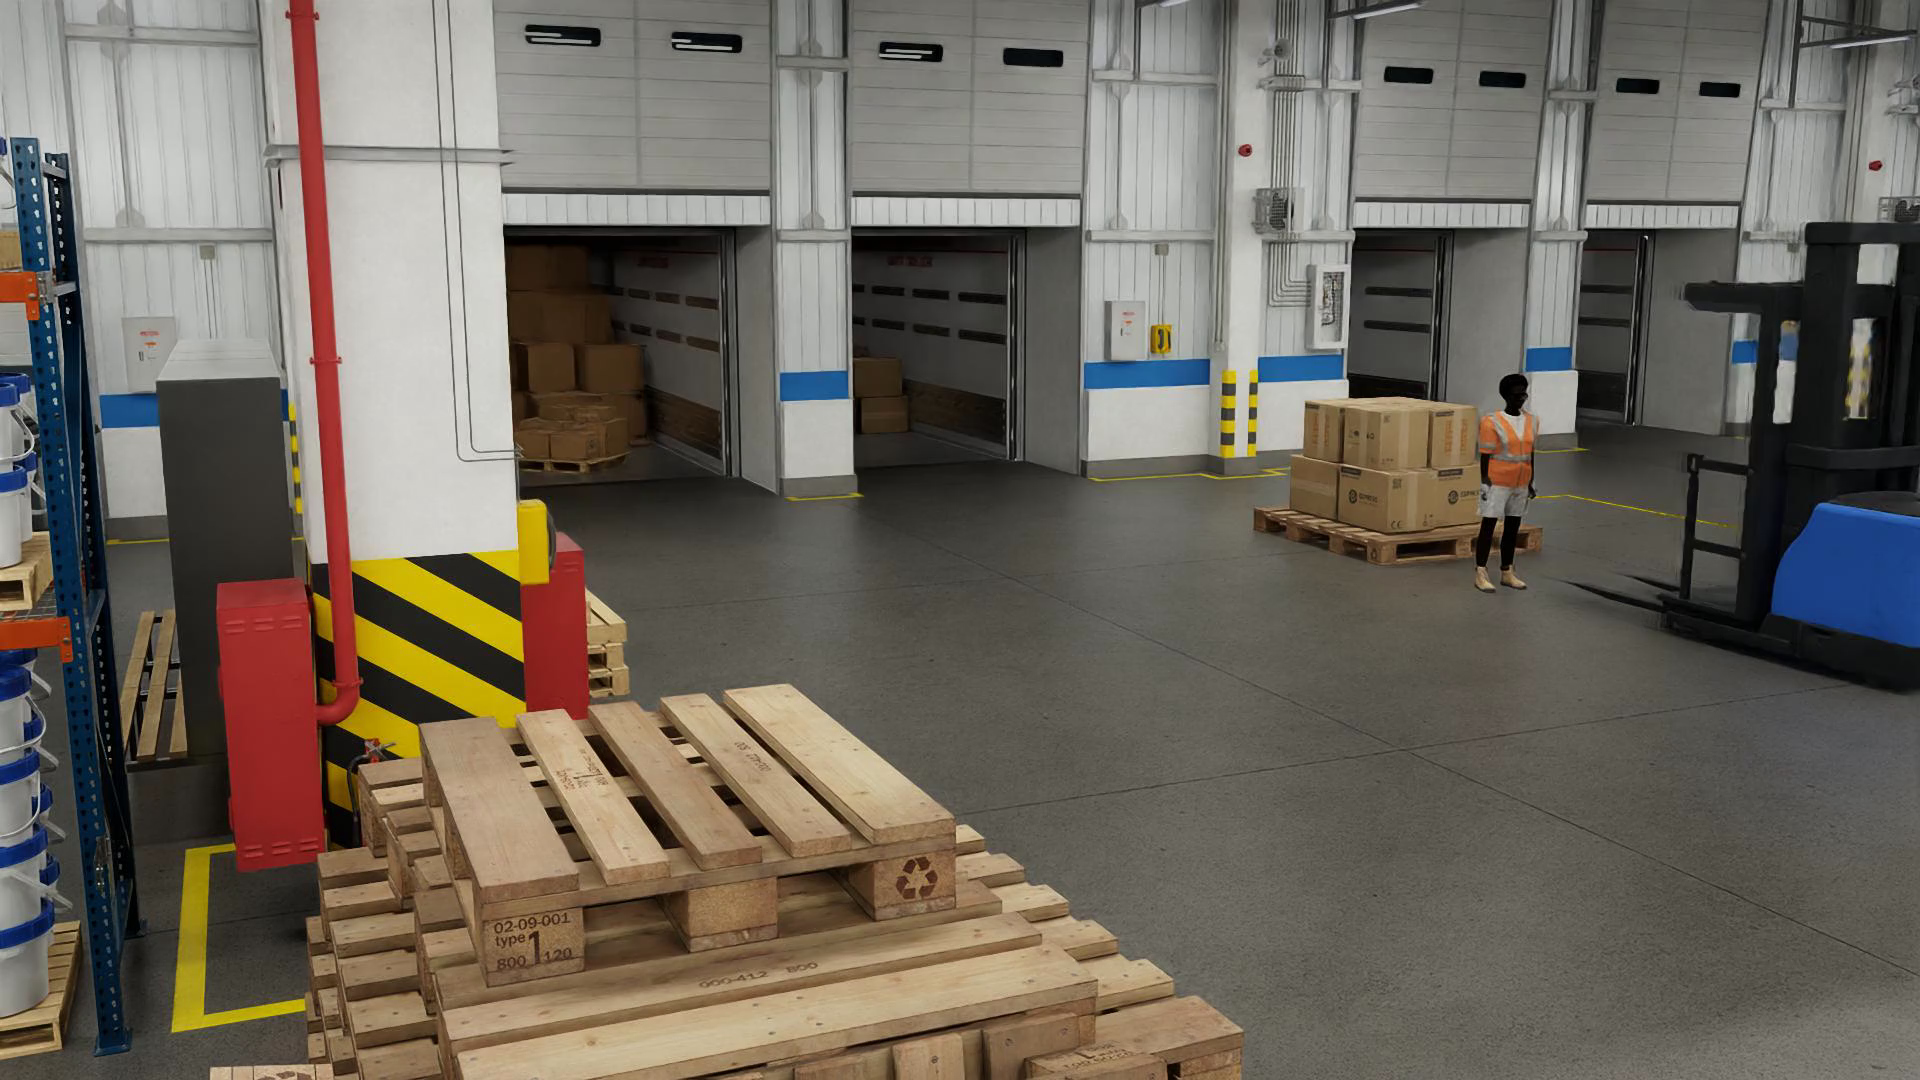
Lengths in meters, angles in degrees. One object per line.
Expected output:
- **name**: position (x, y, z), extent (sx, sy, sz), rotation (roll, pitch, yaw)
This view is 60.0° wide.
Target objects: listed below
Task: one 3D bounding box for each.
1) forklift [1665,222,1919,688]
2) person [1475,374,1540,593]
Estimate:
- **forklift**: position (5.764, -0.627, 10.644), extent (1.129, 2.768, 1.873), rotation (-4, 11, -23)
- **person**: position (4.240, -0.442, 12.884), extent (0.537, 1.696, 0.321), rotation (-4, 11, -19)
